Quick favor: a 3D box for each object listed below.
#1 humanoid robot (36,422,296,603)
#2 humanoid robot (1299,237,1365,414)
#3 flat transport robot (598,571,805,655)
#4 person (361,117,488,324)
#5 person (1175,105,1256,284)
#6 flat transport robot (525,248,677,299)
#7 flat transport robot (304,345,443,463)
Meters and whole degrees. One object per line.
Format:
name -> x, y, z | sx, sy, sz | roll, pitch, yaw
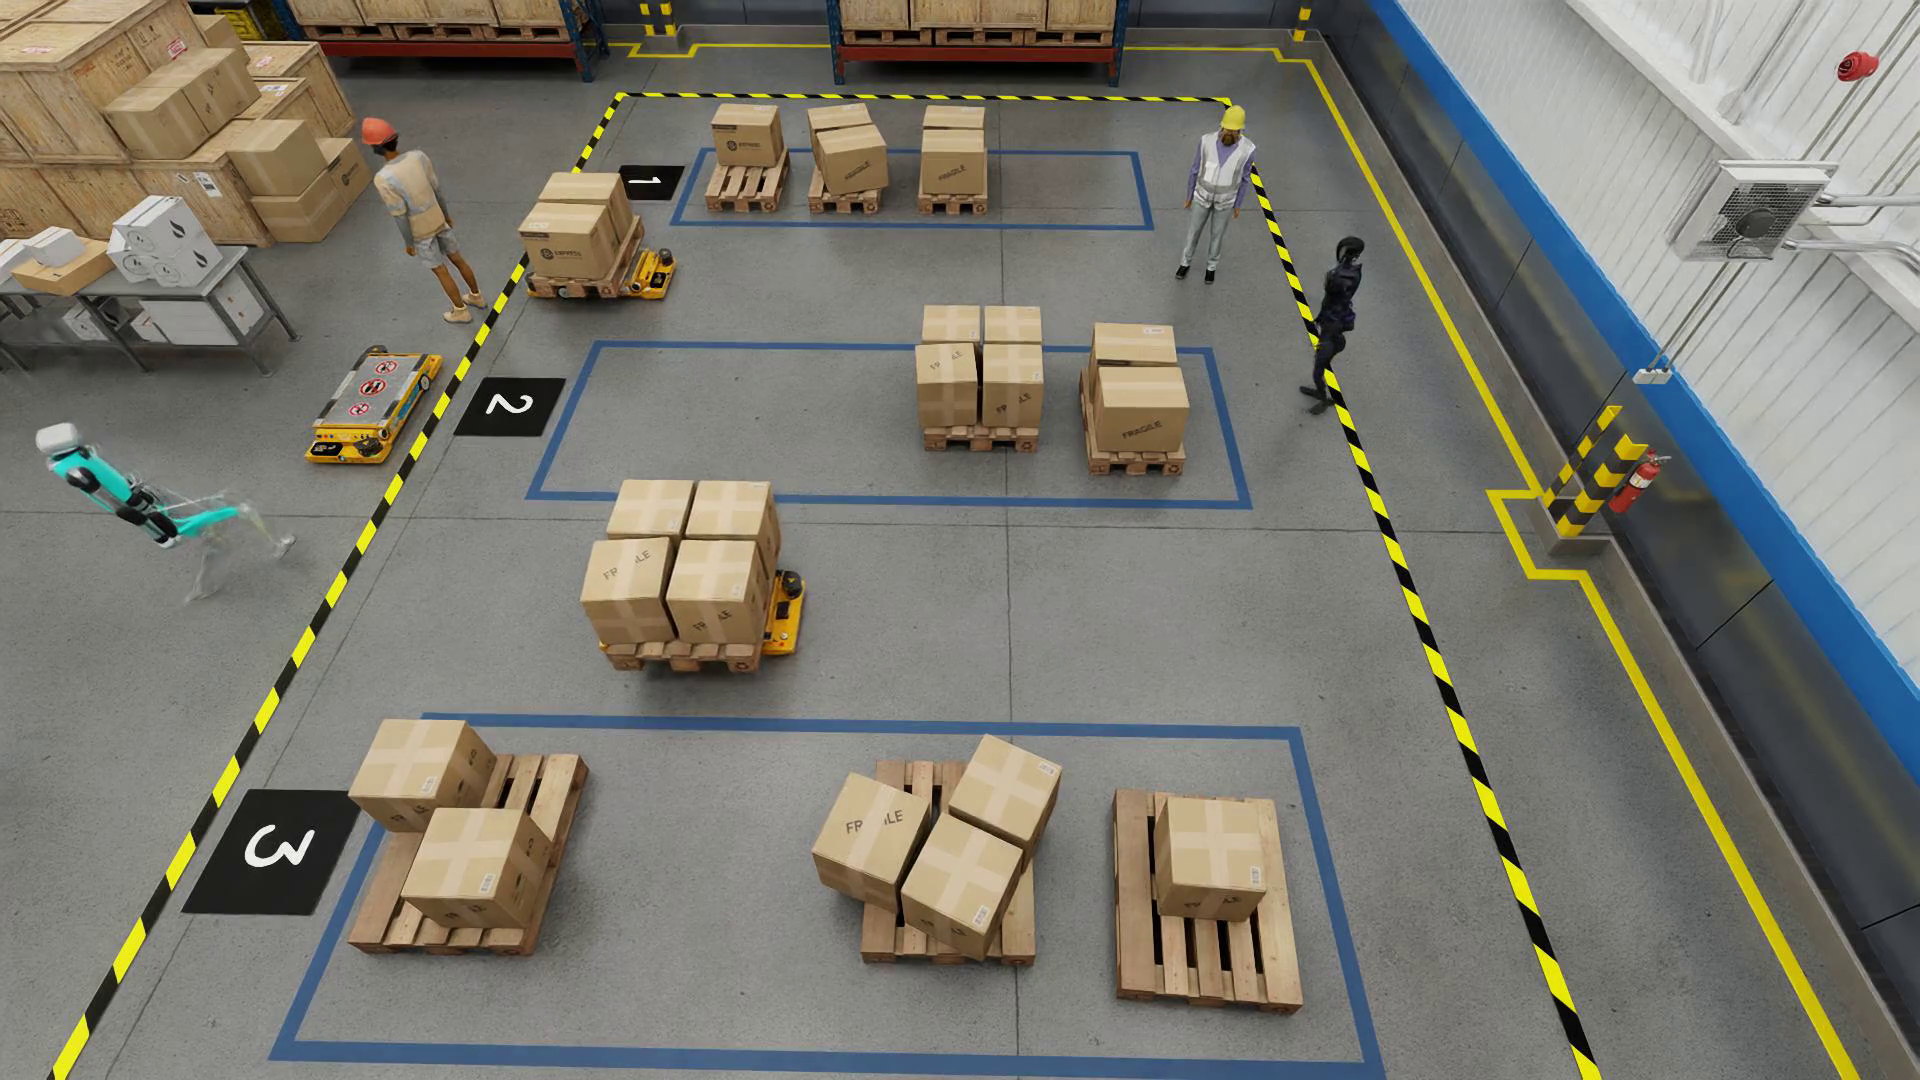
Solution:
humanoid robot -> -5.635, -0.275, 6.691 | 1.066, 1.784, 0.531 | -37, 59, -27
humanoid robot -> 3.280, -1.872, 8.025 | 0.384, 1.639, 0.599 | 5, 50, 4
flat transport robot -> -1.931, 0.530, 6.901 | 1.431, 0.197, 0.652 | 1, 50, 1
person -> -5.118, -3.008, 8.752 | 0.375, 2.041, 0.613 | 14, 51, 11
person -> 2.575, -3.466, 9.272 | 0.591, 1.837, 0.404 | 15, 51, 12
flat transport robot -> -3.819, -2.856, 9.765 | 1.431, 0.197, 0.652 | 1, 50, 1
flat transport robot -> -5.383, -1.269, 8.441 | 0.659, 0.231, 1.431 | 1, 50, 1
